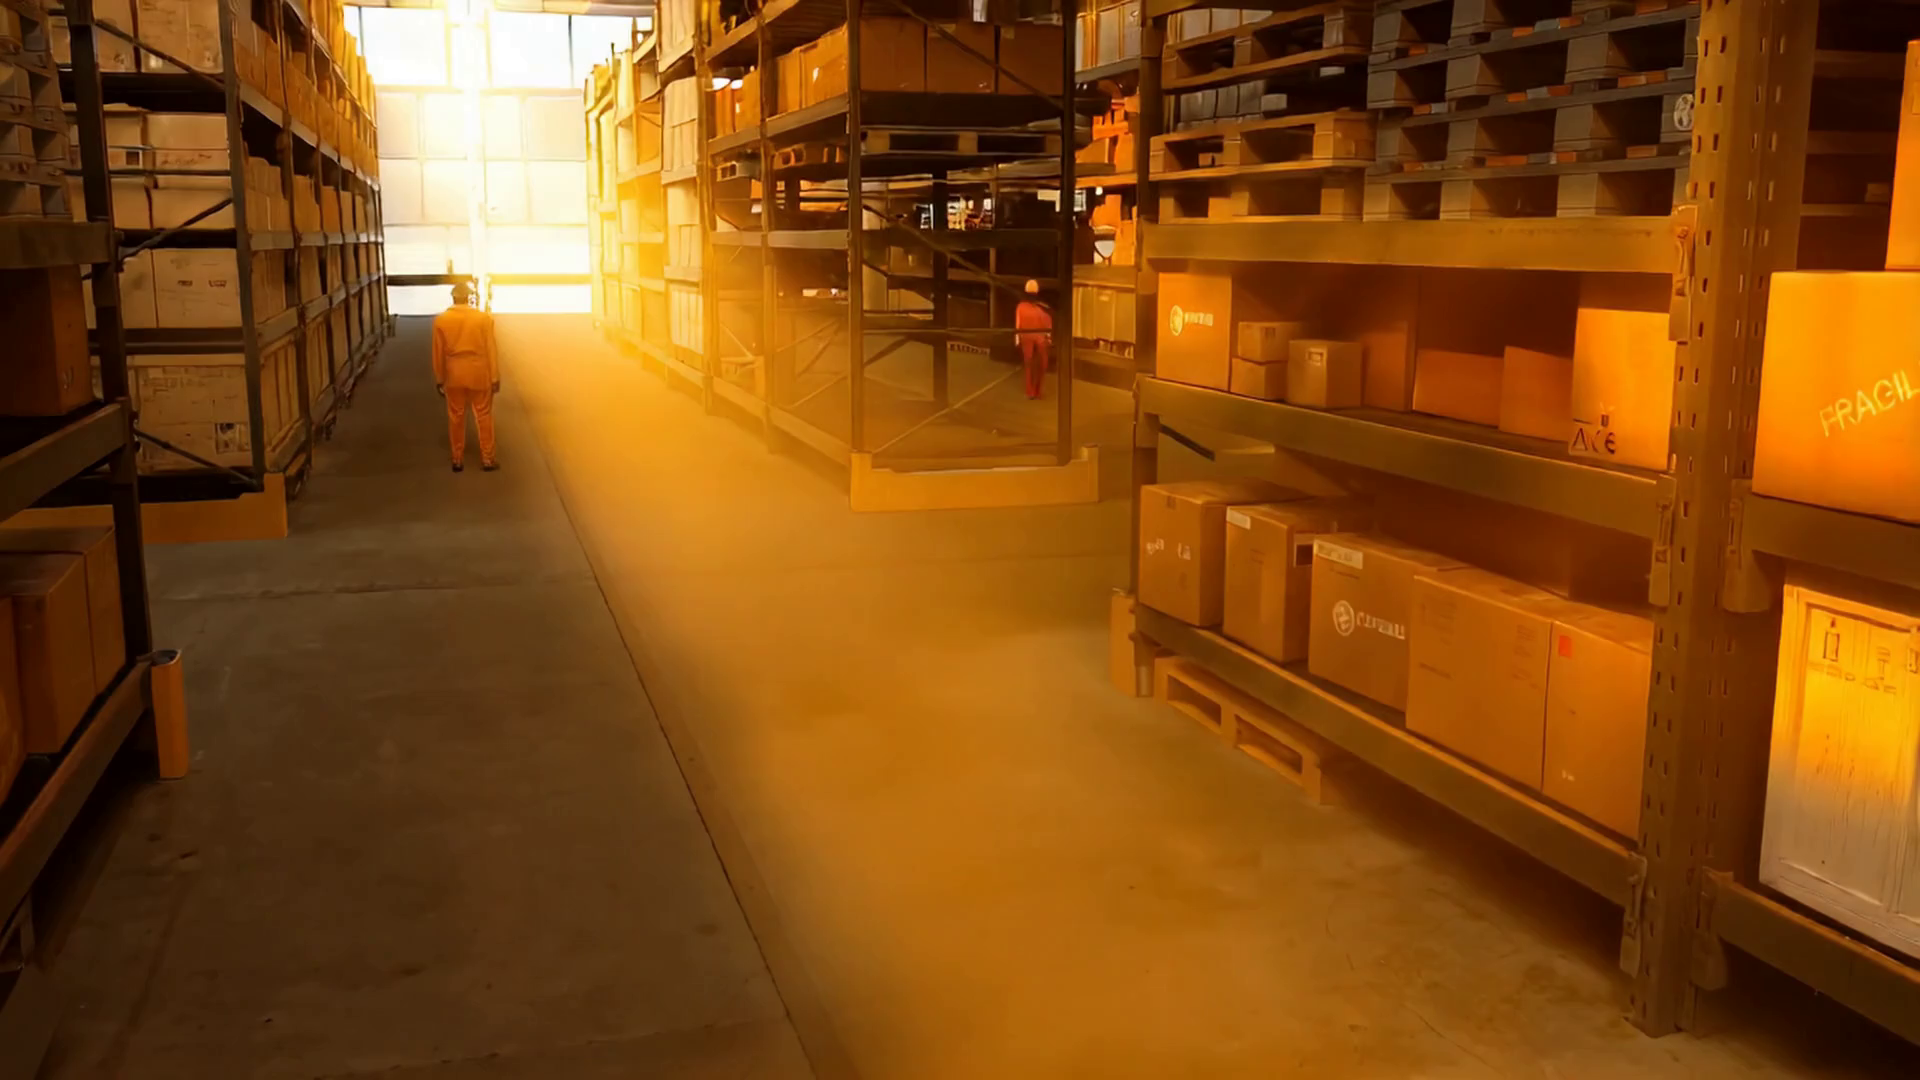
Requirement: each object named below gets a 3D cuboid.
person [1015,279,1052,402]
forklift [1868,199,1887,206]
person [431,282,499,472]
[{"bbox_3d":[1.054,-2.826,23.645,0.557,1.750,0.371,-2,10,-10],"label":"person"},{"bbox_3d":[11.338,-2.915,21.052,1.129,2.768,1.873,-3,11,-17],"label":"forklift"},{"bbox_3d":[-4.935,-1.626,16.671,0.637,1.904,0.403,-2,11,-11],"label":"person"}]
